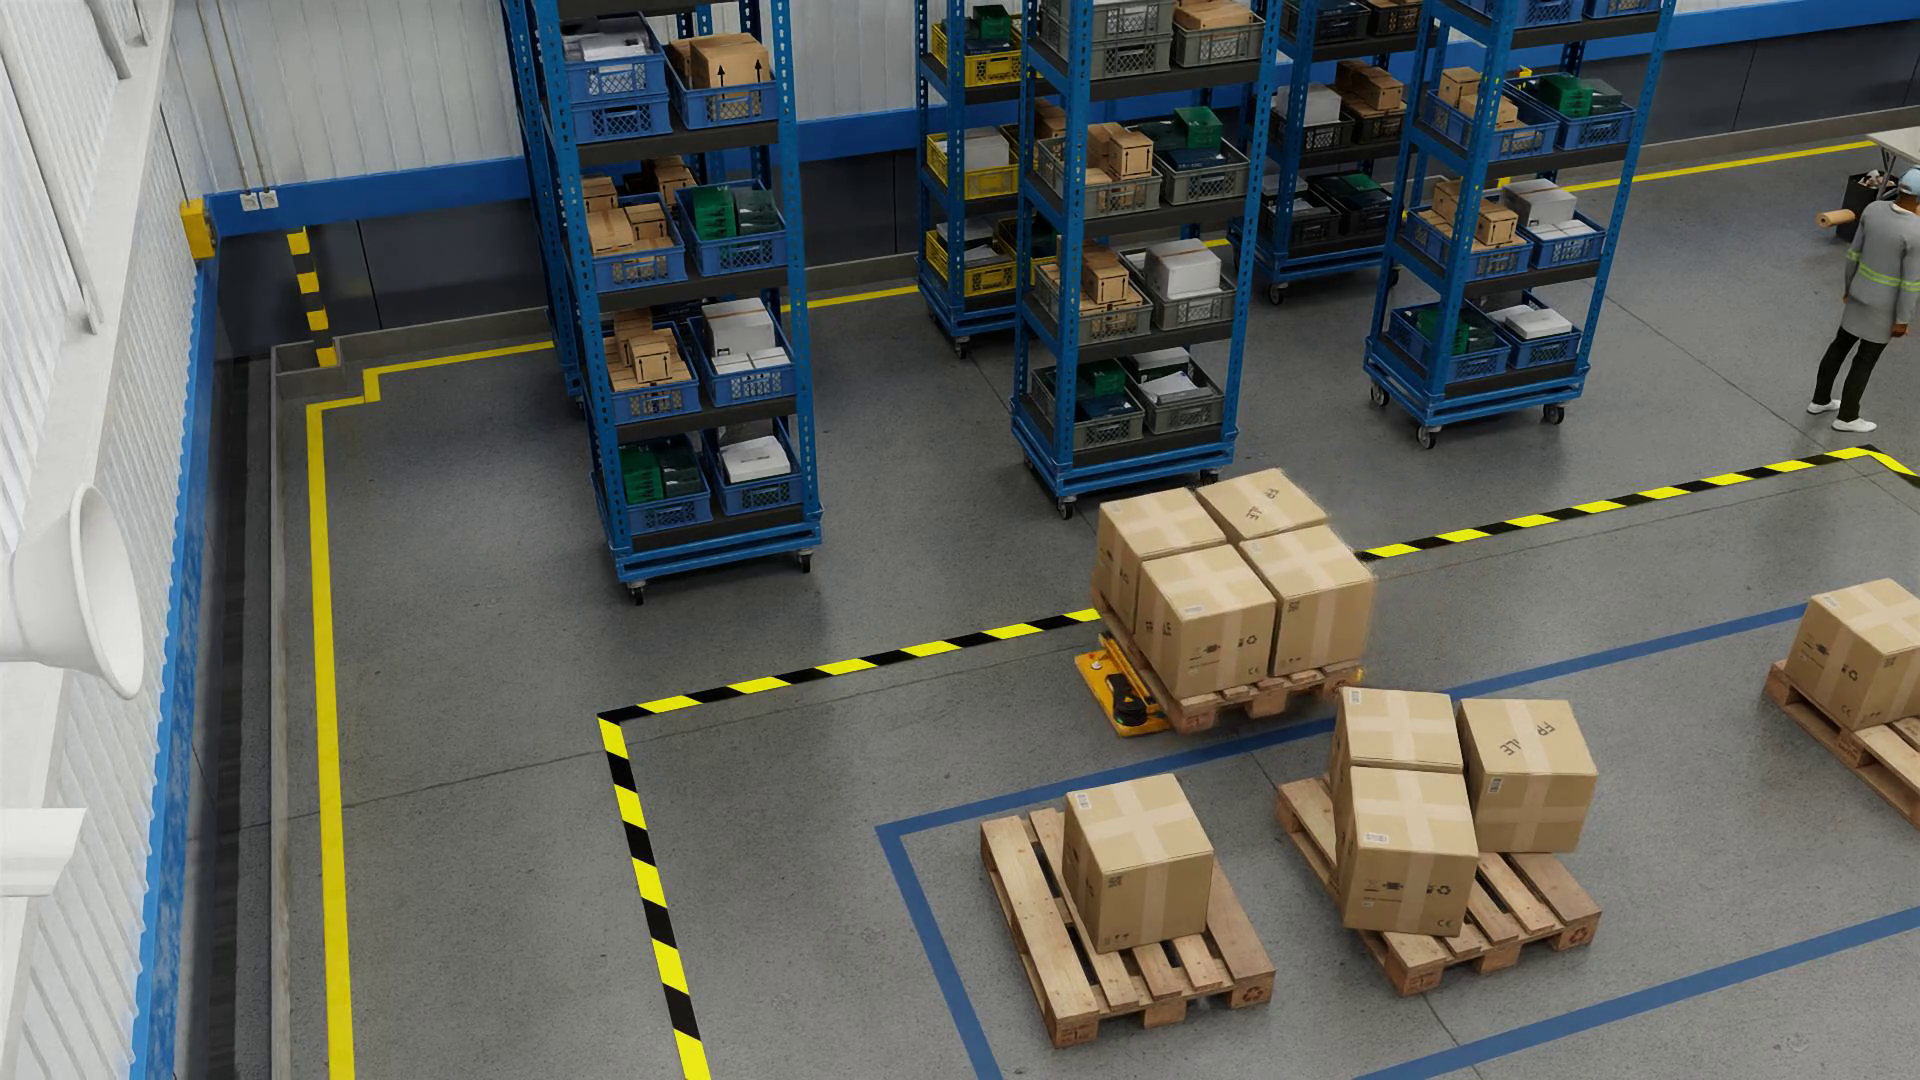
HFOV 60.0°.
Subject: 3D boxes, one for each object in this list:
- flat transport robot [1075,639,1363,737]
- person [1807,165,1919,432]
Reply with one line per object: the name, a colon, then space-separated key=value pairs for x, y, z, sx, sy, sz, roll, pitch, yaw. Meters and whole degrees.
flat transport robot: x=1.413 y=0.658 z=9.098 sx=1.431 sy=0.197 sz=0.652 roll=-11 pitch=37 yaw=-15
person: x=6.032 y=-1.581 z=10.923 sx=0.368 sy=1.852 sz=0.589 roll=-9 pitch=36 yaw=-13
